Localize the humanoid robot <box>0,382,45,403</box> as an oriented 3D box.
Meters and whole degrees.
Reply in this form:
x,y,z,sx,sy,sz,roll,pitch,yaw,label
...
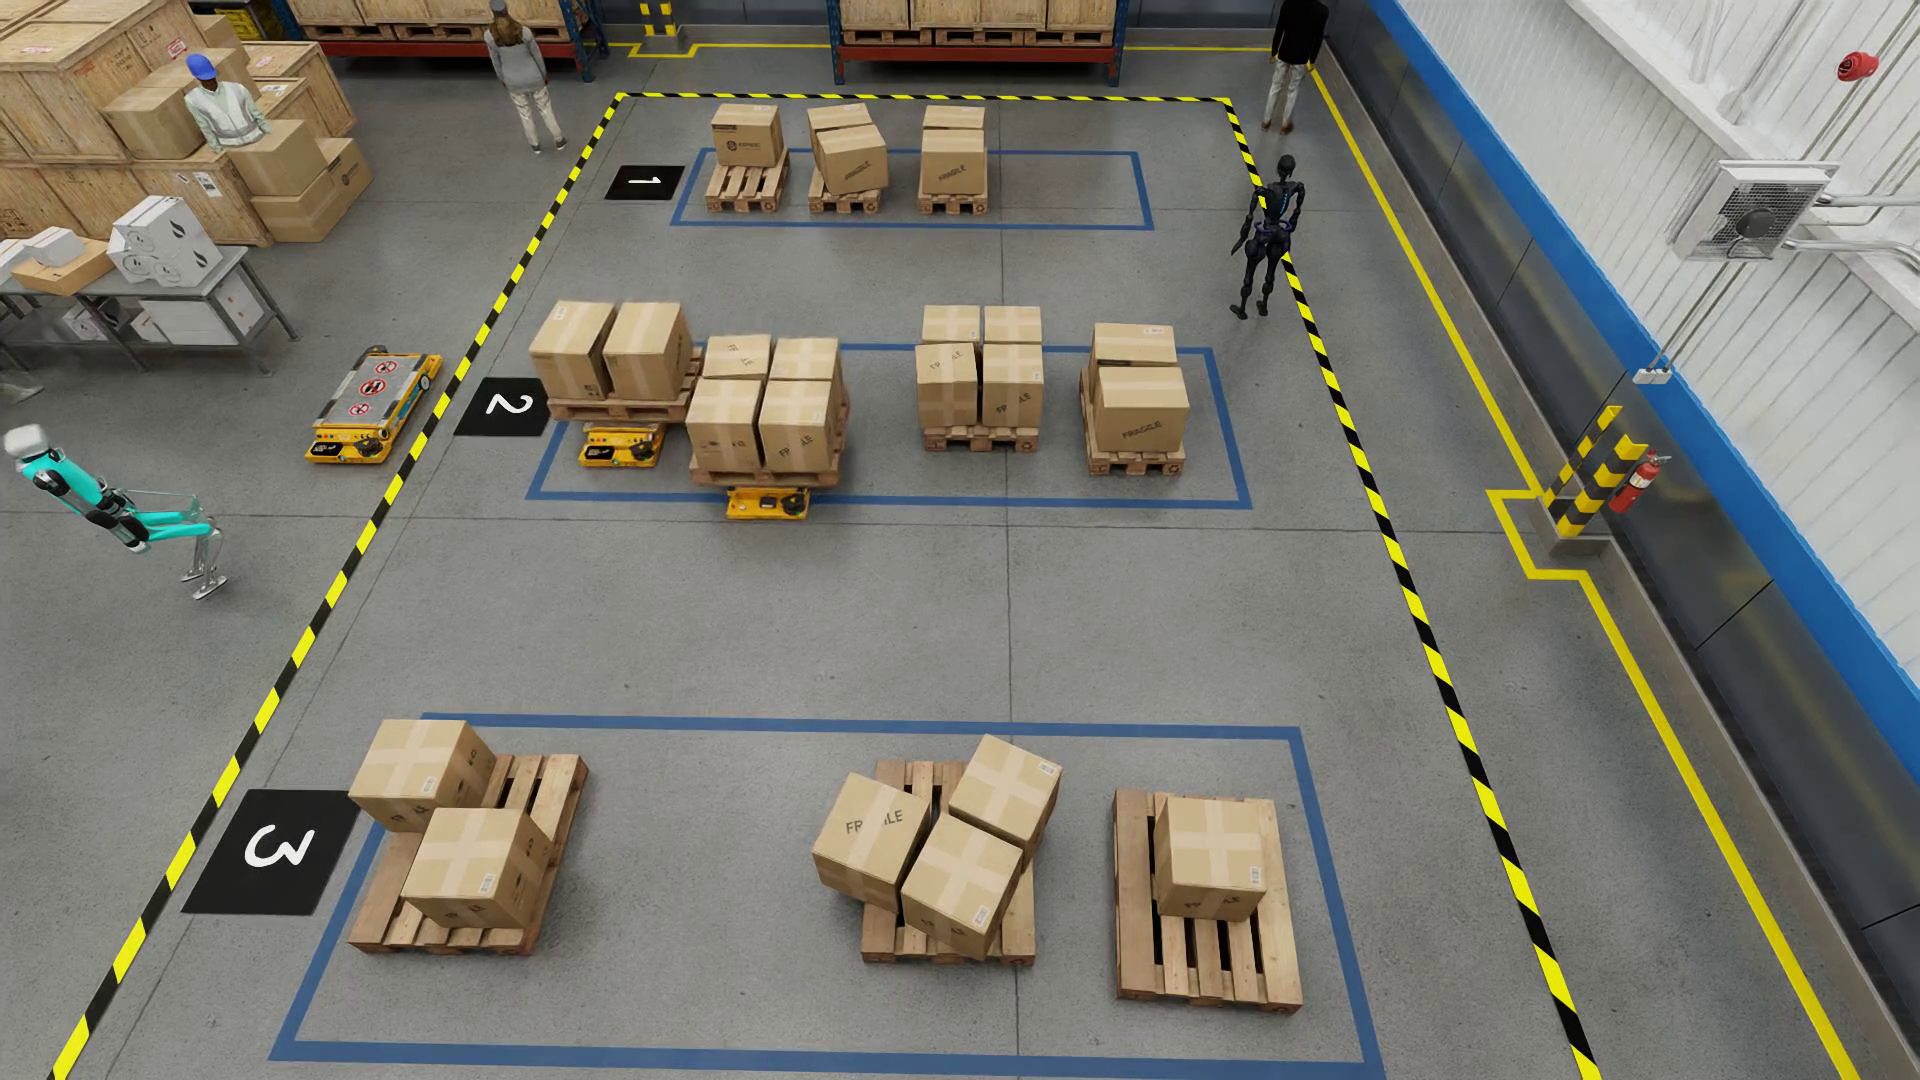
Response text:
x,y,z,sx,sy,sz,roll,pitch,yaw,label
-8.937,-1.707,7.881,0.543,1.820,0.899,26,55,21,humanoid robot

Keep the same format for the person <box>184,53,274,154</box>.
x,y,z,sx,sy,sz,roll,pitch,yaw,label
-7.640,-4.206,9.835,0.604,1.939,0.412,-33,57,-25,person

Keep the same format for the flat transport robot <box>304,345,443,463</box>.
x,y,z,sx,sy,sz,roll,pitch,yaw,label
-5.383,-1.269,8.441,0.659,0.231,1.431,1,50,1,flat transport robot

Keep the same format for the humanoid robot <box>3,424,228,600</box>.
x,y,z,sx,sy,sz,roll,pitch,yaw,label
-5.794,-0.247,6.527,0.735,1.675,0.533,-36,58,-26,humanoid robot

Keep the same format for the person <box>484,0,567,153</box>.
x,y,z,sx,sy,sz,roll,pitch,yaw,label
-5.301,-5.615,11.134,0.573,1.768,0.402,-13,51,-11,person

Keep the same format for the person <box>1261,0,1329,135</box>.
x,y,z,sx,sy,sz,roll,pitch,yaw,label
4.157,-6.039,11.420,0.586,1.883,0.386,23,54,18,person

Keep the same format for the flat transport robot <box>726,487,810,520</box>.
x,y,z,sx,sy,sz,roll,pitch,yaw,label
-1.594,-0.769,8.000,0.652,0.197,1.431,1,50,1,flat transport robot

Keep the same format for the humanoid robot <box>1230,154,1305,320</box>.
x,y,z,sx,sy,sz,roll,pitch,yaw,label
2.978,-2.928,8.913,0.599,1.655,0.315,-7,50,-6,humanoid robot

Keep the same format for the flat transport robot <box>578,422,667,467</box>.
x,y,z,sx,sy,sz,roll,pitch,yaw,label
-2.983,-1.242,8.399,0.652,0.197,1.431,1,50,1,flat transport robot
